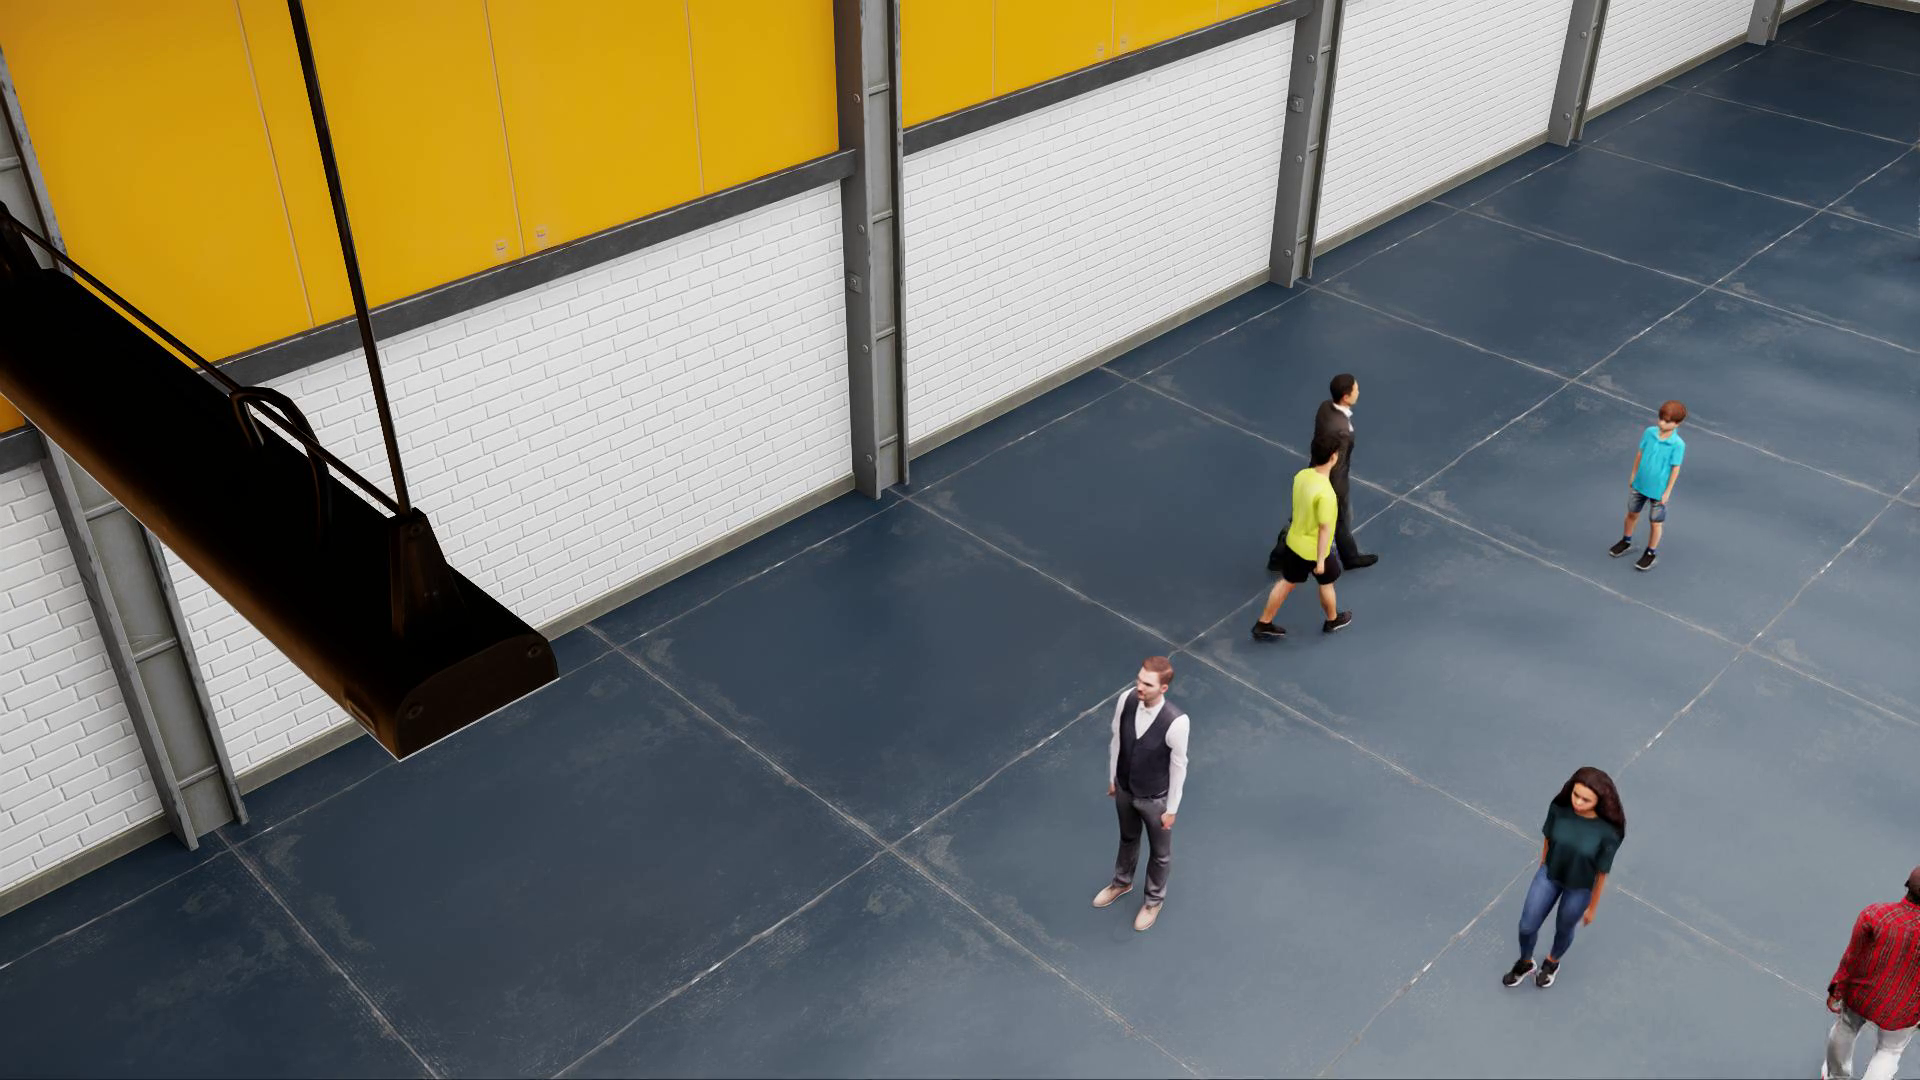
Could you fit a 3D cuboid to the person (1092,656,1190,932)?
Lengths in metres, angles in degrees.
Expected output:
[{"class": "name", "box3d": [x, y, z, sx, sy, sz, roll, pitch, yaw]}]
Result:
[{"class": "person", "box3d": [1.100, 1.453, 9.784, 0.649, 1.937, 0.559, 28, 43, 35]}]

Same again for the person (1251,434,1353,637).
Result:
[{"class": "person", "box3d": [2.478, 0.039, 12.164, 1.142, 1.657, 0.908, -13, 36, -19]}]

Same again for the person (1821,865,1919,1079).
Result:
[{"class": "person", "box3d": [4.732, 2.384, 8.504, 0.818, 1.804, 1.079, 18, 38, 25]}]

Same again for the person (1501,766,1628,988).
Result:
[{"class": "person", "box3d": [3.484, 1.894, 9.422, 0.604, 1.604, 0.650, 25, 41, 32]}]

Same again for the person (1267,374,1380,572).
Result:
[{"class": "person", "box3d": [2.749, -0.468, 12.830, 1.245, 1.764, 1.093, -5, 34, -8]}]

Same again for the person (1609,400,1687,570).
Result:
[{"class": "person", "box3d": [5.471, -0.457, 13.101, 0.513, 1.446, 0.541, -22, 40, -30]}]
